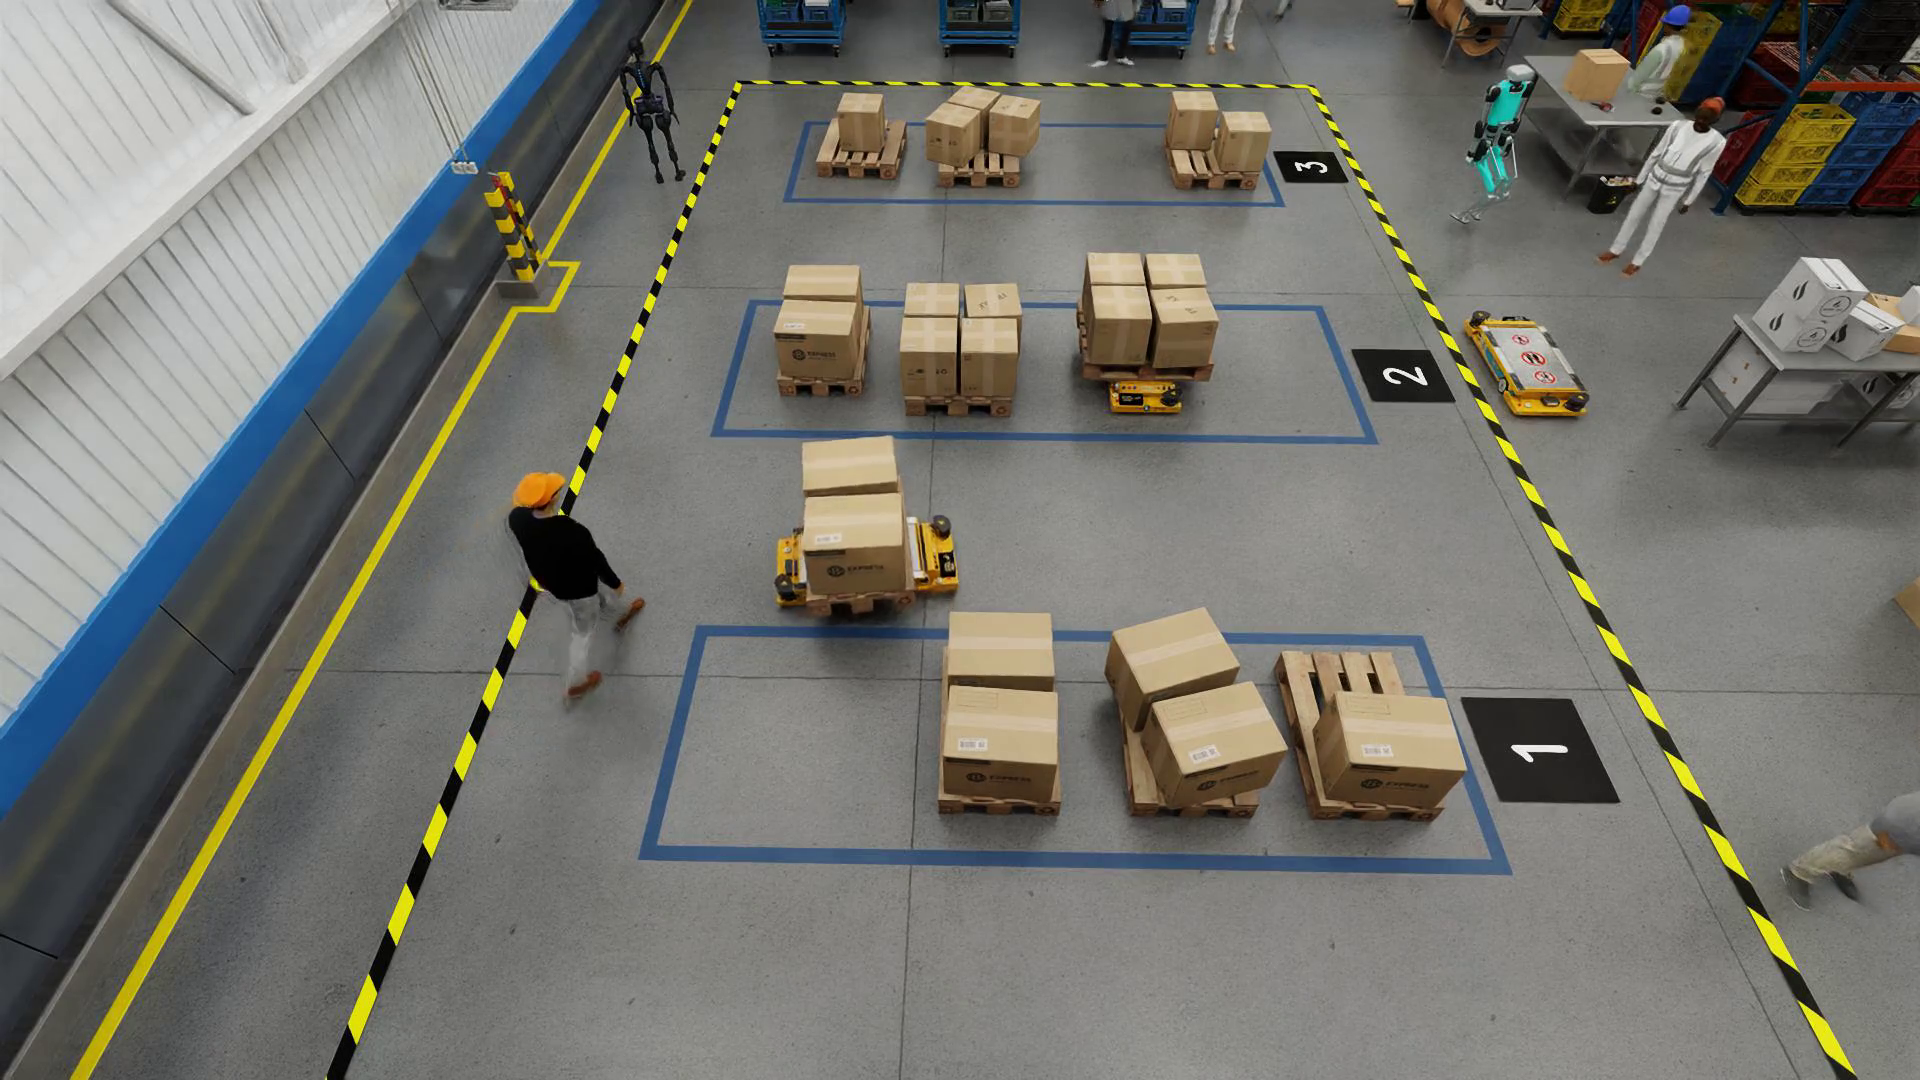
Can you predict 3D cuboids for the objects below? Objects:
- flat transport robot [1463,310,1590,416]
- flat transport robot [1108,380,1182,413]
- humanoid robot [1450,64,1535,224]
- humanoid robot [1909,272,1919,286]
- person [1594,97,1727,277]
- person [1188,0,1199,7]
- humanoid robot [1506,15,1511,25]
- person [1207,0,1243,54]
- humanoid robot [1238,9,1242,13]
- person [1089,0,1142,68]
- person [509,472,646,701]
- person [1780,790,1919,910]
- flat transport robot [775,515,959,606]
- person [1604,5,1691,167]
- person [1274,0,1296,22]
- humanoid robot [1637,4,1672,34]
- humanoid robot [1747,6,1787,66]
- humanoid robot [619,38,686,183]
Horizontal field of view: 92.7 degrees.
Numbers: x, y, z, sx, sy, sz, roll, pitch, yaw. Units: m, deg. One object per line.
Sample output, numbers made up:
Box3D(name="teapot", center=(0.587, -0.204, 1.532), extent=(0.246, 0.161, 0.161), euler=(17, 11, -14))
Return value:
Box3D(name="flat transport robot", center=(5.573, -1.757, 9.054), extent=(0.659, 0.231, 1.431), euler=(1, 49, 1))
Box3D(name="flat transport robot", center=(1.773, -1.807, 9.079), extent=(0.652, 0.197, 1.431), euler=(1, 49, 1))
Box3D(name="humanoid robot", center=(6.022, -4.309, 10.201), extent=(0.533, 1.679, 0.735), euler=(-11, 50, -10))
Box3D(name="humanoid robot", center=(10.568, -3.349, 9.396), extent=(0.532, 1.691, 0.733), euler=(4, 49, 4))
Box3D(name="person", center=(7.475, -3.710, 9.677), extent=(0.358, 1.877, 0.654), euler=(-24, 53, -20))
Box3D(name="person", center=(3.825, -9.642, 14.762), extent=(0.602, 1.959, 0.370), euler=(-26, 54, -21))
Box3D(name="humanoid robot", center=(8.466, -8.477, 13.938), extent=(0.588, 1.650, 0.360), euler=(23, 53, 19))
Box3D(name="person", center=(4.076, -8.258, 13.640), extent=(0.621, 1.845, 0.430), euler=(-10, 50, -9))
Box3D(name="humanoid robot", center=(4.630, -9.541, 14.849), extent=(0.810, 1.800, 0.530), euler=(32, 56, 25))
Box3D(name="person", center=(2.286, -7.754, 13.232), extent=(0.699, 1.808, 0.374), euler=(2, 49, 2))
Box3D(name="person", center=(-2.659, 0.284, 6.254), extent=(0.597, 1.838, 0.975), euler=(18, 52, 15))
Box3D(name="person", center=(5.429, 1.598, 5.156), extent=(0.572, 1.769, 0.399), euler=(-7, 49, -6))
Box3D(name="flat transport robot", center=(-0.757, 0.154, 7.382), extent=(1.431, 0.197, 0.652), euler=(-6, 49, -5))
Box3D(name="person", center=(8.307, -5.427, 11.136), extent=(0.637, 1.925, 0.632), euler=(-29, 55, -23))
Box3D(name="person", center=(5.415, -9.388, 14.593), extent=(0.632, 1.872, 0.980), euler=(26, 54, 20))
Box3D(name="humanoid robot", center=(10.411, -7.867, 13.414), extent=(0.458, 1.647, 0.591), euler=(-12, 50, -10))
Box3D(name="humanoid robot", center=(11.743, -7.670, 13.236), extent=(0.403, 1.646, 0.608), euler=(-23, 53, -19))
Box3D(name="humanoid robot", center=(-3.733, -5.173, 11.072), extent=(0.599, 1.653, 0.315), euler=(-7, 49, -6))
